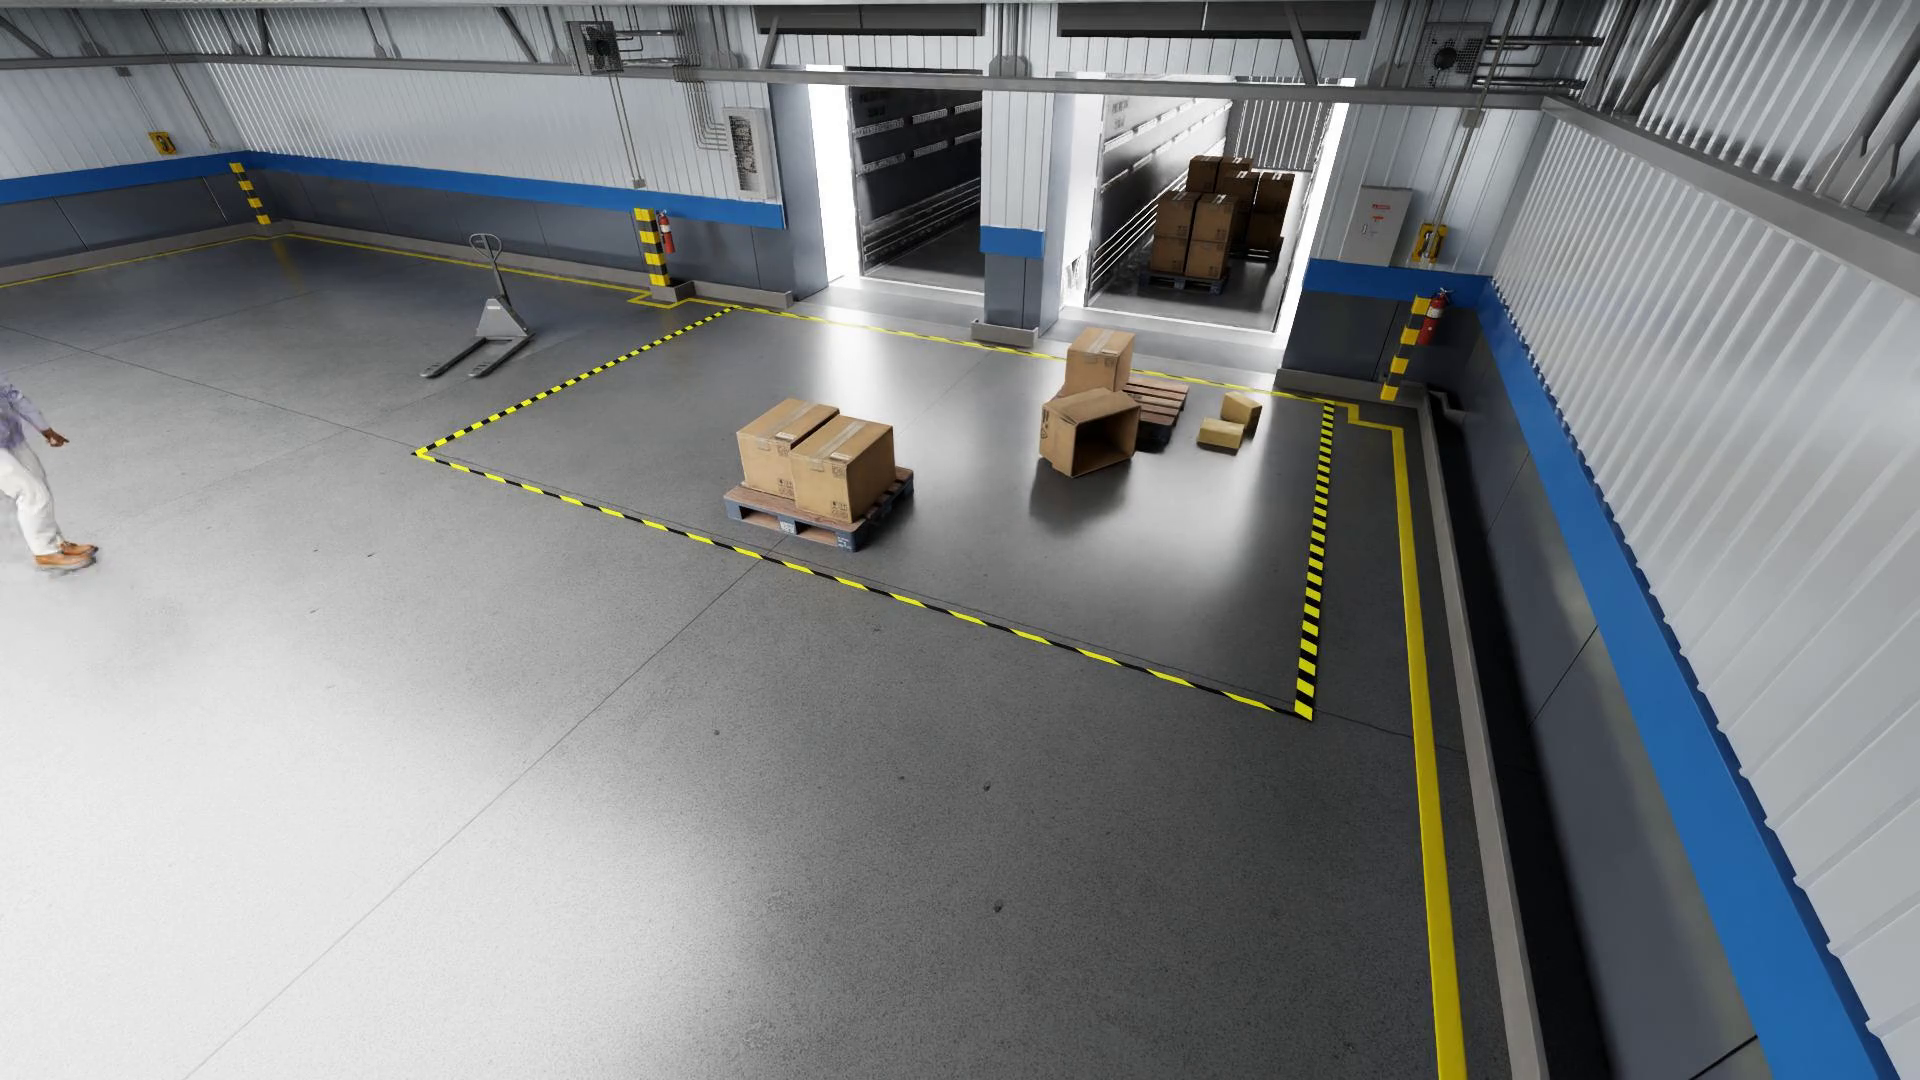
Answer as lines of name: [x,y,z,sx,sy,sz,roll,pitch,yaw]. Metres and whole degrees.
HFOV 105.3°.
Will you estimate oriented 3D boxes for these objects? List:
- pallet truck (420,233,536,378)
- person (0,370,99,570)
pallet truck: [-5.664,-2.712,8.427,0.680,1.201,1.601,0,35,-1]
person: [-6.539,-0.661,4.974,0.535,1.901,0.630,-10,37,-14]
